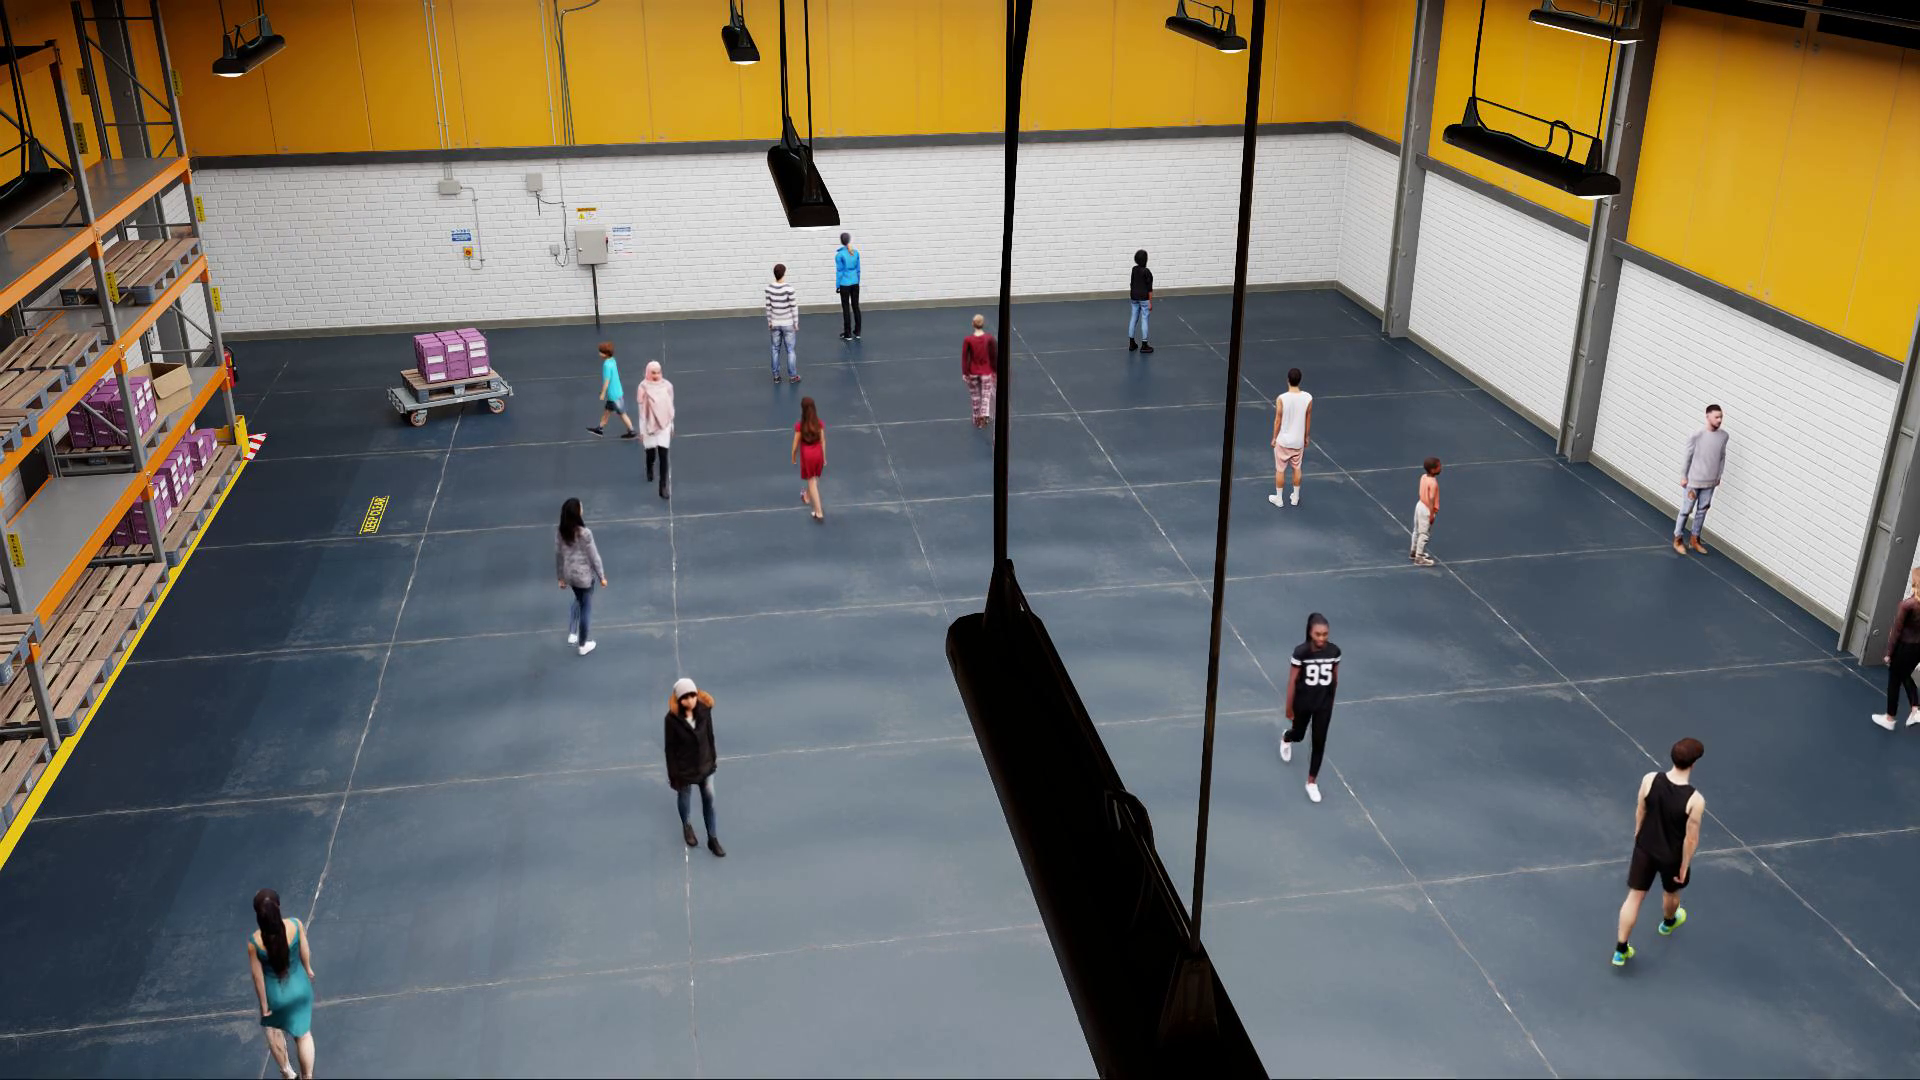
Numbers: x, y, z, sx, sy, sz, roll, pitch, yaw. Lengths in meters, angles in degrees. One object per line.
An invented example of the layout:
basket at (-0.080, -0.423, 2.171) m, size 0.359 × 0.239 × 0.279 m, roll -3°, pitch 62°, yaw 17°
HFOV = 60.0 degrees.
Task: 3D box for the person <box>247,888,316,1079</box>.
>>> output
person at (-4.489, 3.078, 11.142) m, size 0.667 × 1.672 × 0.719 m, roll -15°, pitch 28°, yaw -31°

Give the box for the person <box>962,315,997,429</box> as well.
person at (0.291, -2.357, 23.551) m, size 0.668 × 1.692 × 0.710 m, roll -2°, pitch 24°, yaw -4°

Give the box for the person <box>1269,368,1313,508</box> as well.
person at (4.166, -1.290, 20.992) m, size 0.634 × 1.787 × 0.538 m, roll -4°, pitch 24°, yaw -9°

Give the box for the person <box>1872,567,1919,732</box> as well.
person at (9.025, 1.075, 15.699) m, size 0.652 × 1.693 × 0.724 m, roll -6°, pitch 24°, yaw -14°

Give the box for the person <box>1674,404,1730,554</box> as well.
person at (8.766, -0.748, 19.689) m, size 0.687 × 1.838 × 0.592 m, roll -2°, pitch 24°, yaw -6°

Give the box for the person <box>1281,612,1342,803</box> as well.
person at (3.120, 1.427, 14.872) m, size 0.646 × 1.709 × 1.037 m, roll -3°, pitch 24°, yaw -6°

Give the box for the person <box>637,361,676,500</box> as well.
person at (-3.920, -1.432, 21.313) m, size 0.770 × 1.790 × 0.961 m, roll -11°, pitch 26°, yaw -23°

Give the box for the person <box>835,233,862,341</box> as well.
person at (-1.846, -4.239, 27.718) m, size 0.681 × 1.803 × 0.644 m, roll -13°, pitch 27°, yaw -28°

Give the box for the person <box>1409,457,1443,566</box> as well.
person at (5.437, -0.352, 19.445) m, size 0.550 × 1.308 × 0.421 m, roll -2°, pitch 24°, yaw -4°

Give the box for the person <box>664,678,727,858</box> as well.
person at (-2.290, 1.855, 14.015) m, size 0.790 × 1.613 × 0.907 m, roll -13°, pitch 27°, yaw -27°

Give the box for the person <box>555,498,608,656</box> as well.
person at (-3.986, 0.409, 17.191) m, size 0.726 × 1.718 × 0.770 m, roll 12°, pitch 26°, yaw 26°

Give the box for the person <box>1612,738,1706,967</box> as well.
person at (5.226, 2.381, 12.526) m, size 1.215 × 1.842 × 1.199 m, roll 20°, pitch 31°, yaw 38°

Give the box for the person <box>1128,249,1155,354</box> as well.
person at (2.942, -3.895, 27.058) m, size 0.647 × 1.702 × 0.719 m, roll 19°, pitch 30°, yaw 36°

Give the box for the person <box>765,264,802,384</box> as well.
person at (-2.735, -3.334, 25.584) m, size 0.718 × 1.854 × 0.674 m, roll 5°, pitch 24°, yaw 12°

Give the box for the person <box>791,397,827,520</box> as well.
person at (-1.834, -0.990, 20.653) m, size 0.744 × 1.509 × 1.114 m, roll -11°, pitch 26°, yaw -23°

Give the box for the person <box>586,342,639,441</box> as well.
person at (-4.764, -2.050, 23.205) m, size 0.635 × 1.407 × 0.894 m, roll -2°, pitch 24°, yaw -4°
